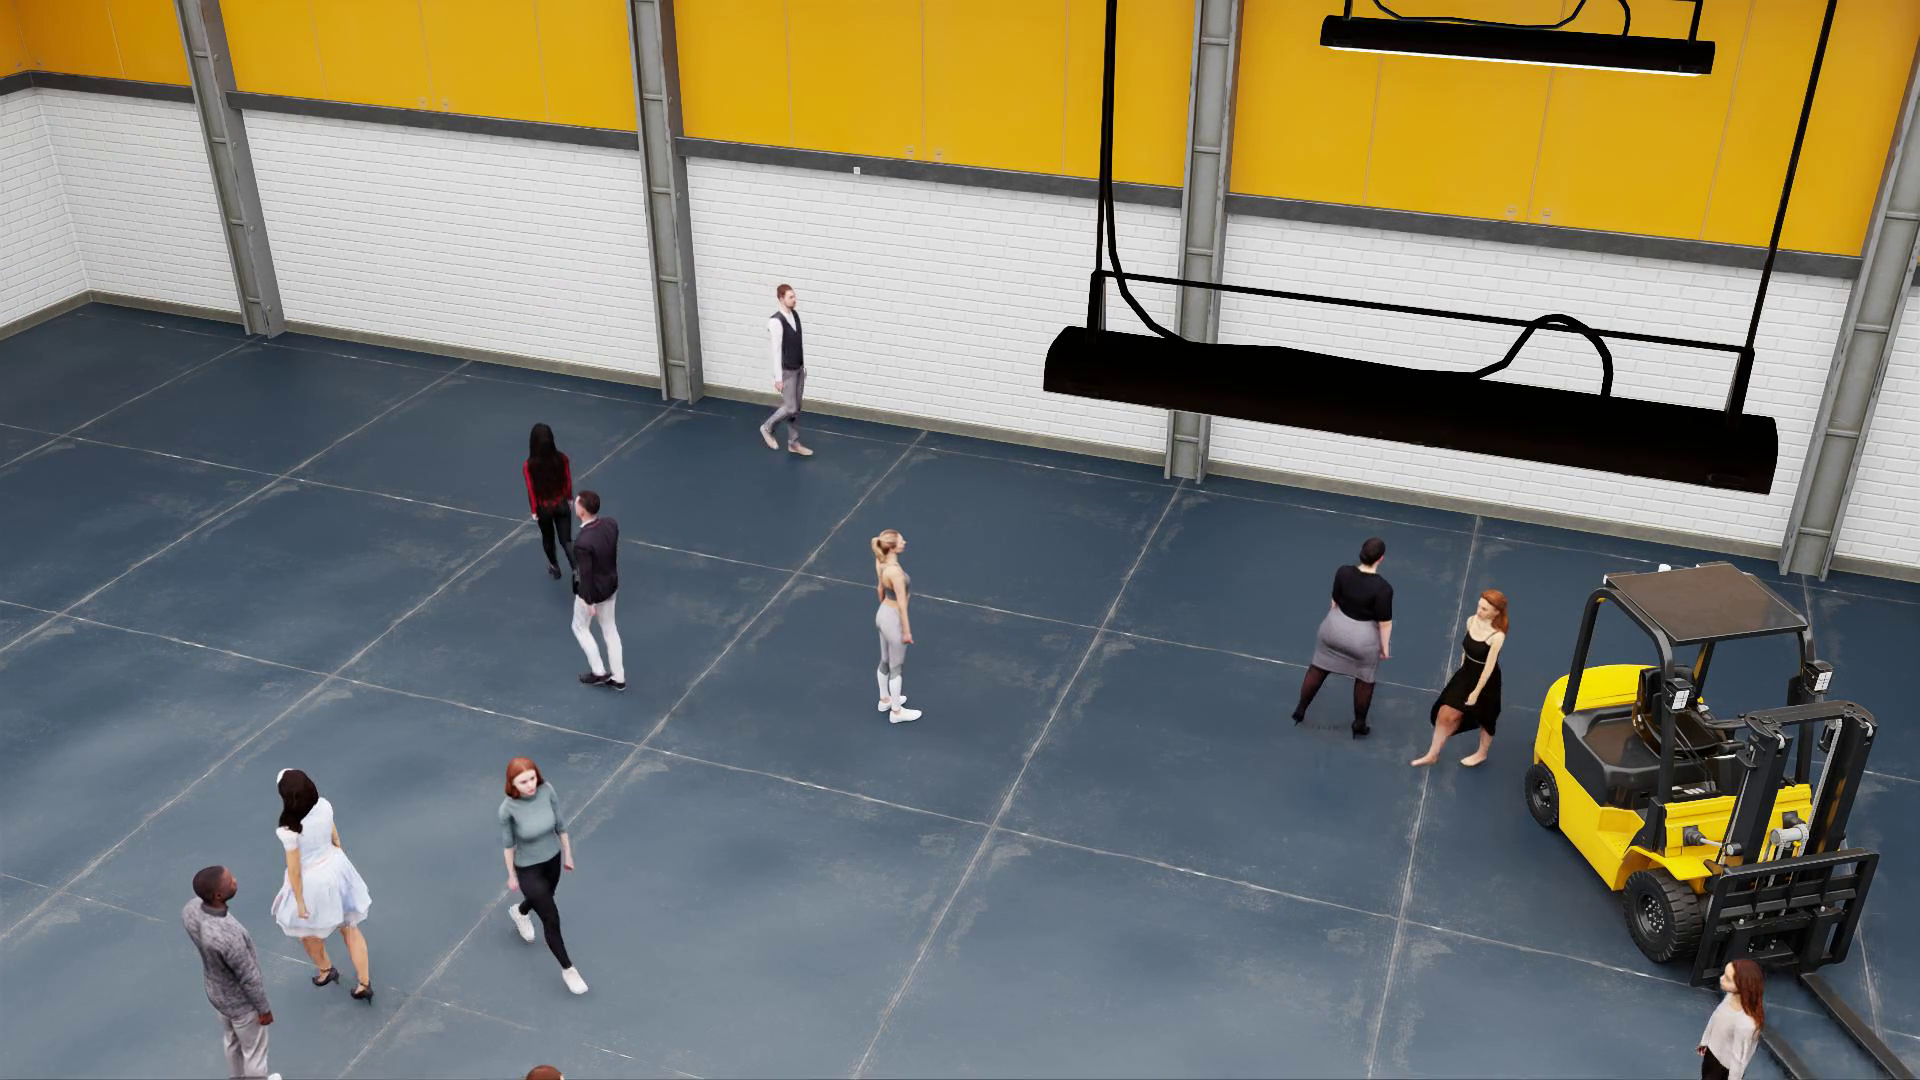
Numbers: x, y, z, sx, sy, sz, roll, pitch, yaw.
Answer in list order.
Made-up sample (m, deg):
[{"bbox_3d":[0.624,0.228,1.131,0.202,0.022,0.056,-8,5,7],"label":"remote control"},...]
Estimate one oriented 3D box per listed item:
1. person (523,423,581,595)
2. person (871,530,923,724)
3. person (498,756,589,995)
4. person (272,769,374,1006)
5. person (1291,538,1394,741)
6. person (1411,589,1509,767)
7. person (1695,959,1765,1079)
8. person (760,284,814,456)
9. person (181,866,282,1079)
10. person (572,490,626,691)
[{"bbox_3d":[-3.683,-0.254,15.172,0.965,1.628,1.091,-17,33,-28],"label":"person"},{"bbox_3d":[-0.549,0.677,13.388,0.721,1.703,0.658,-13,31,-22],"label":"person"},{"bbox_3d":[-2.764,2.092,10.784,0.921,1.711,1.195,-25,37,-38],"label":"person"},{"bbox_3d":[-3.933,2.234,10.443,0.859,1.790,0.726,16,32,27],"label":"person"},{"bbox_3d":[3.121,0.783,13.149,0.835,1.745,0.995,21,35,33],"label":"person"},{"bbox_3d":[4.053,1.073,12.765,0.957,1.604,0.908,-14,32,-24],"label":"person"},{"bbox_3d":[4.390,2.974,9.409,0.561,1.479,0.595,6,29,10],"label":"person"},{"bbox_3d":[-1.899,-1.830,17.754,0.832,1.922,0.685,13,31,22],"label":"person"},{"bbox_3d":[-4.226,2.640,9.651,0.607,1.835,0.807,20,35,33],"label":"person"},{"bbox_3d":[-2.904,0.449,13.678,0.705,1.825,0.732,16,33,27],"label":"person"}]
